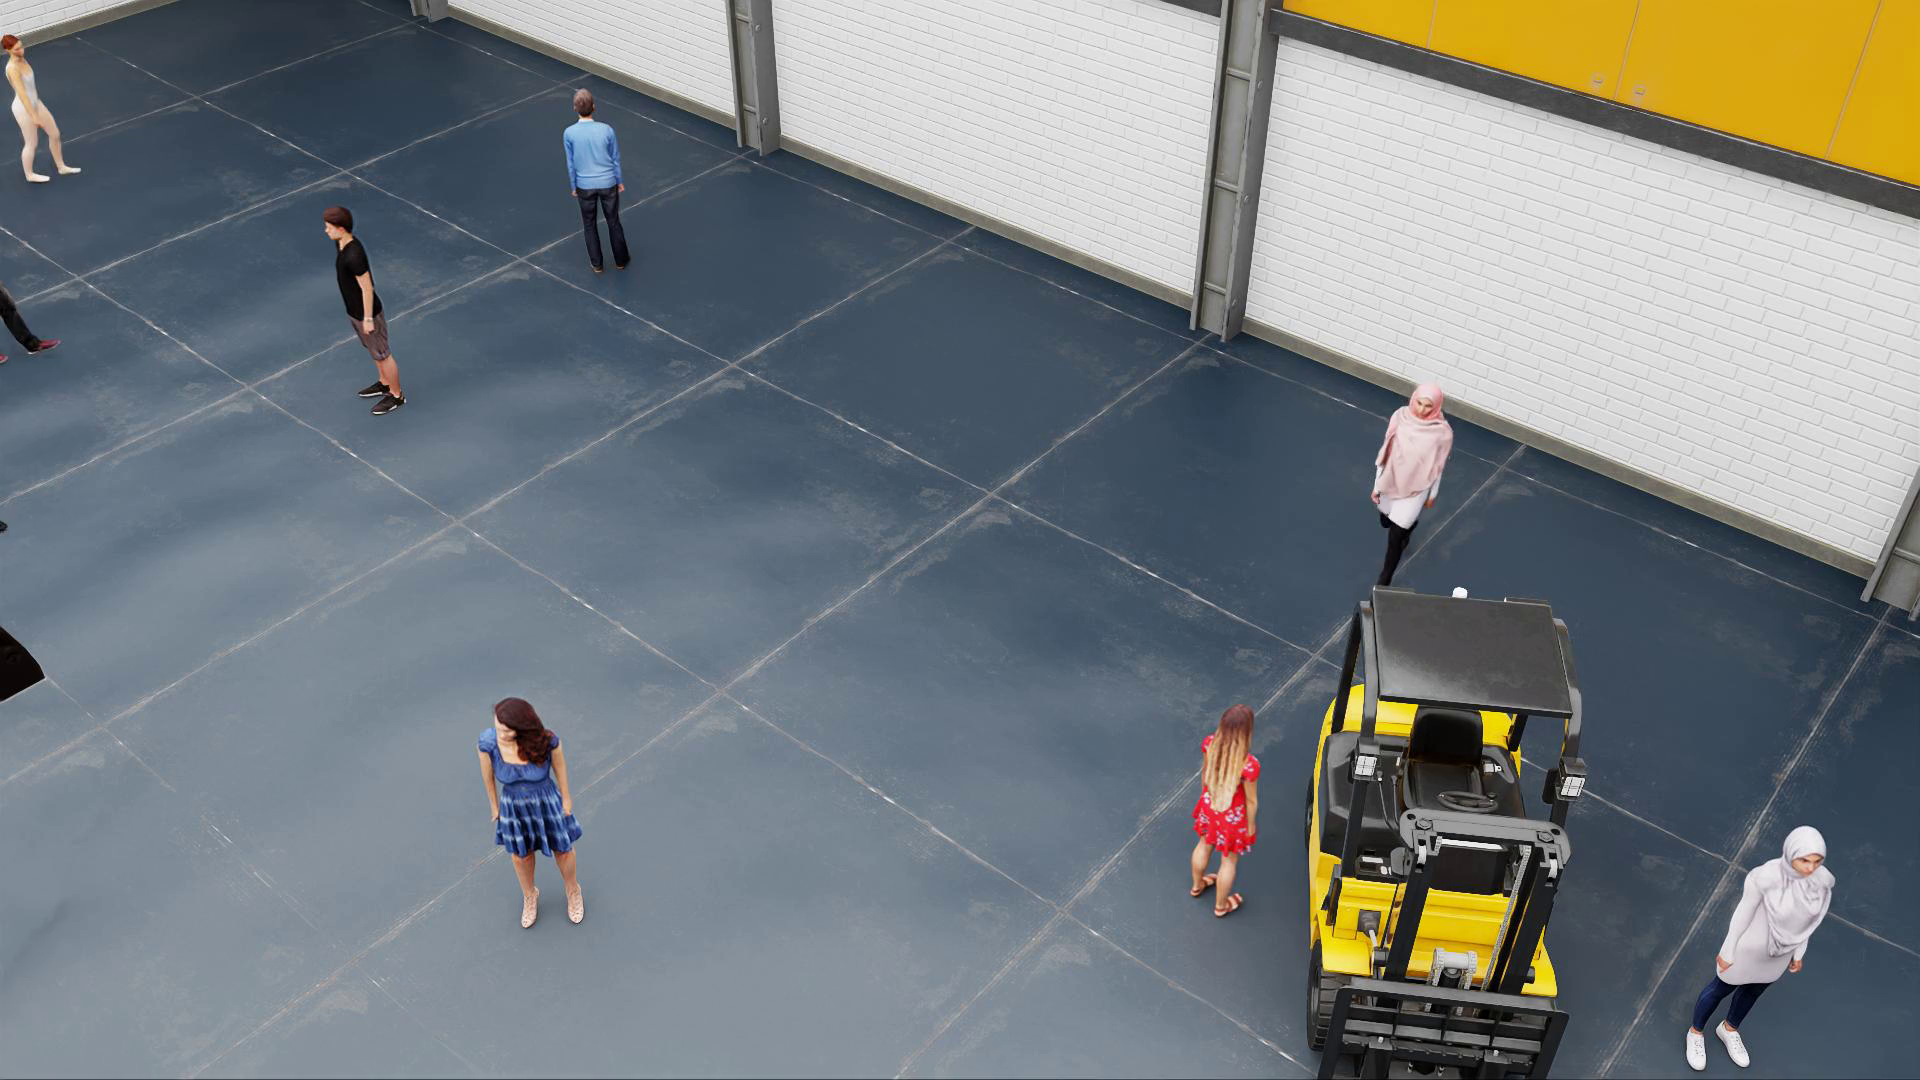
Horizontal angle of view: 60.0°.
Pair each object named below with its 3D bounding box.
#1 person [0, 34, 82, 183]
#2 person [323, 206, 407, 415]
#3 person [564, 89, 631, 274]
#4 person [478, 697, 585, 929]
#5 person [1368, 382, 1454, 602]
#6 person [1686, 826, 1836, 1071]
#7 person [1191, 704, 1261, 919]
[{"bbox_3d":[-9.742,-4.465,17.270,0.861,1.612,0.804,-9,39,-11],"label":"person"},{"bbox_3d":[-4.981,-1.942,13.912,0.810,1.861,0.622,-22,43,-25],"label":"person"},{"bbox_3d":[-3.450,-3.403,15.773,0.745,1.820,0.781,-7,39,-9],"label":"person"},{"bbox_3d":[-2.450,1.570,9.557,0.748,1.807,0.807,-3,39,-4],"label":"person"},{"bbox_3d":[3.243,-0.408,12.056,1.046,1.779,0.741,23,44,26],"label":"person"},{"bbox_3d":[4.253,2.159,8.844,0.672,1.776,0.742,-1,39,-2],"label":"person"},{"bbox_3d":[1.541,1.581,9.715,0.657,1.593,0.525,-29,47,-31],"label":"person"}]
